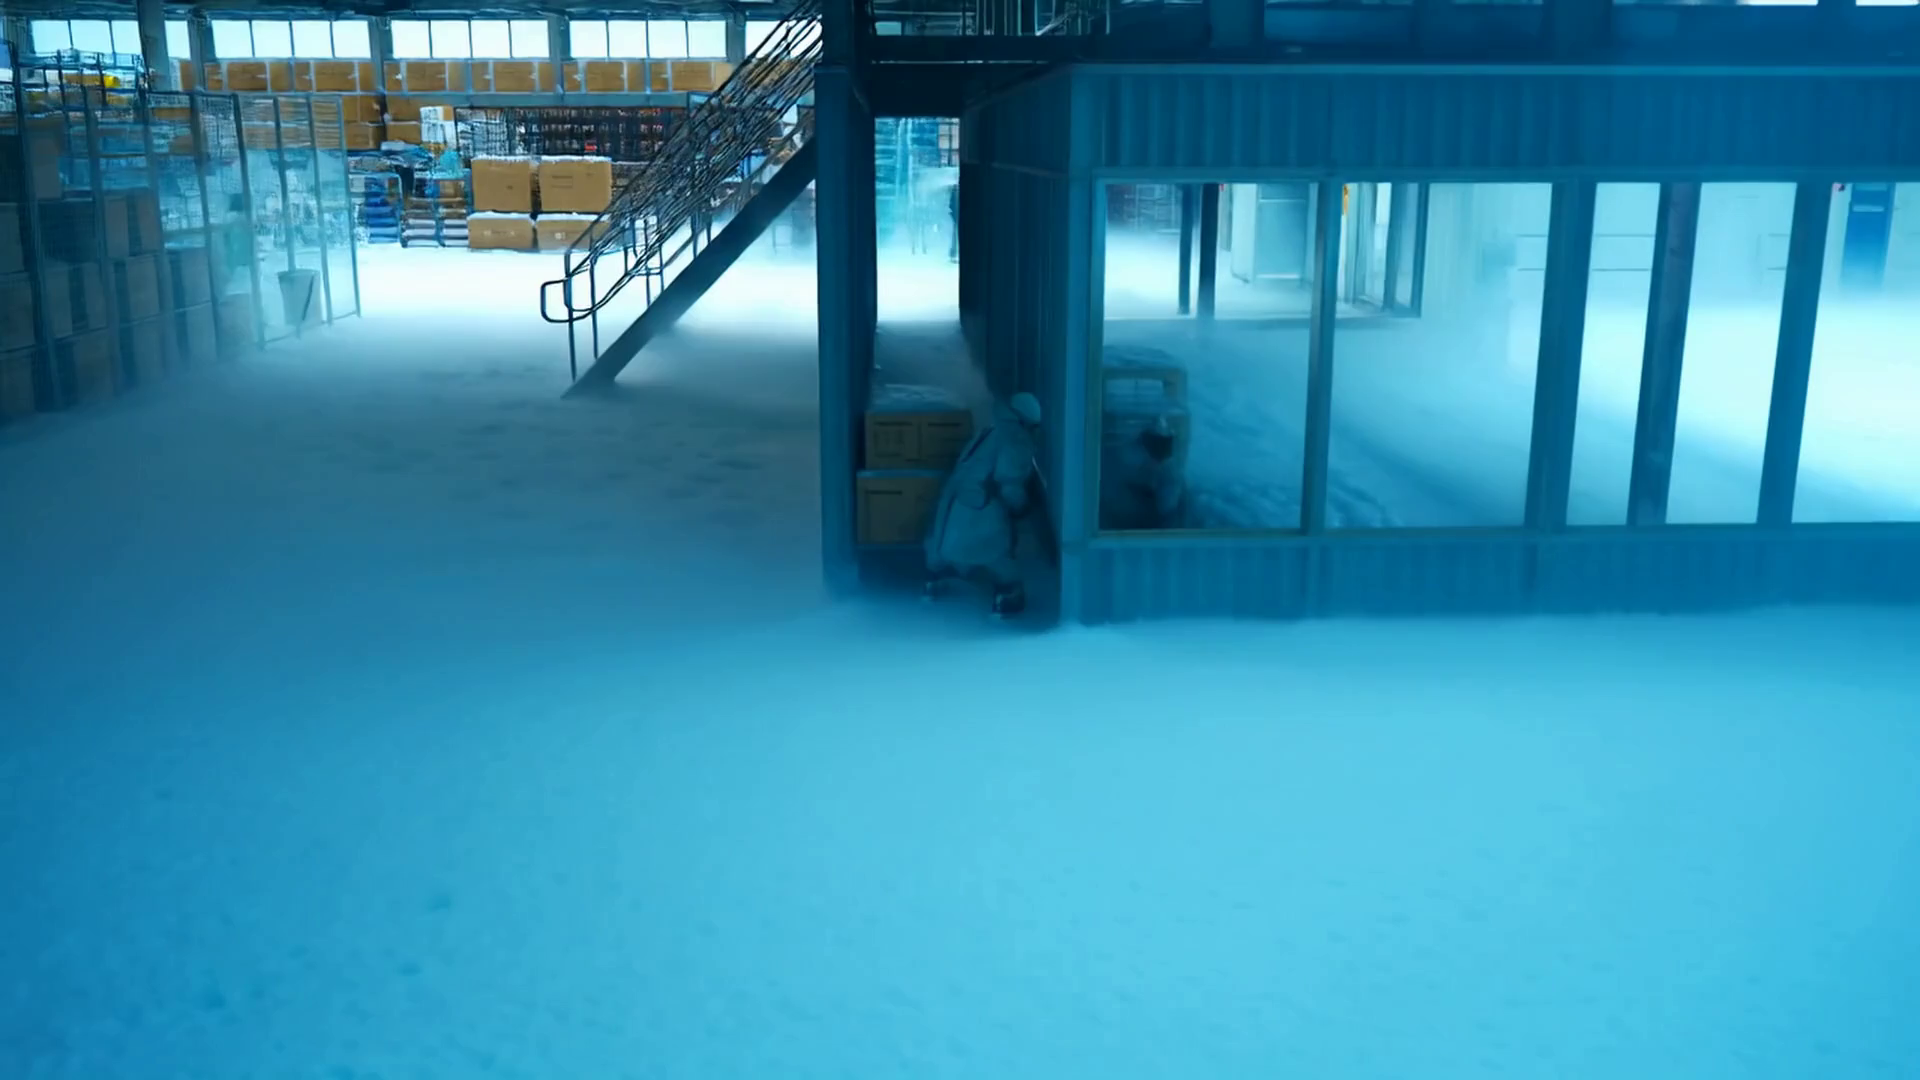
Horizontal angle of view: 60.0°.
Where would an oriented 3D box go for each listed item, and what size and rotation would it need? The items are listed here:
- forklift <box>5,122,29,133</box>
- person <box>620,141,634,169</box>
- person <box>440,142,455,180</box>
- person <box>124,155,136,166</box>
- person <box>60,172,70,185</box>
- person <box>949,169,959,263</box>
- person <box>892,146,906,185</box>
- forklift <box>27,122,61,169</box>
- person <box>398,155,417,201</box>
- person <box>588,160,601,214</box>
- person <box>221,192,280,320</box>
[{"bbox_3d":[-38.419,-15.716,68.147,1.129,2.768,1.873,-1,14,-3],"label":"forklift"},{"bbox_3d":[-16.175,-18.397,80.775,0.645,1.943,1.048,-2,14,-10],"label":"person"},{"bbox_3d":[-24.882,-18.358,80.716,0.673,1.881,0.785,-5,15,-20],"label":"person"},{"bbox_3d":[-34.905,-15.548,70.067,0.314,1.603,0.556,8,16,30],"label":"person"},{"bbox_3d":[-20.481,-7.637,37.559,0.688,2.000,0.536,-1,14,-4],"label":"person"},{"bbox_3d":[0.079,-6.458,33.203,0.655,1.860,0.599,3,14,10],"label":"person"},{"bbox_3d":[-2.830,-17.187,76.254,0.915,1.788,0.607,-11,18,-37],"label":"person"},{"bbox_3d":[-35.376,-14.773,64.377,1.129,2.768,1.873,-1,14,-2],"label":"forklift"},{"bbox_3d":[-16.291,-10.412,49.070,0.548,1.838,0.577,-2,14,-6],"label":"person"},{"bbox_3d":[-10.156,-9.649,46.163,0.326,1.765,0.533,-5,15,-19],"label":"person"},{"bbox_3d":[-10.177,-3.976,23.413,0.629,1.811,0.904,12,18,39],"label":"person"}]
